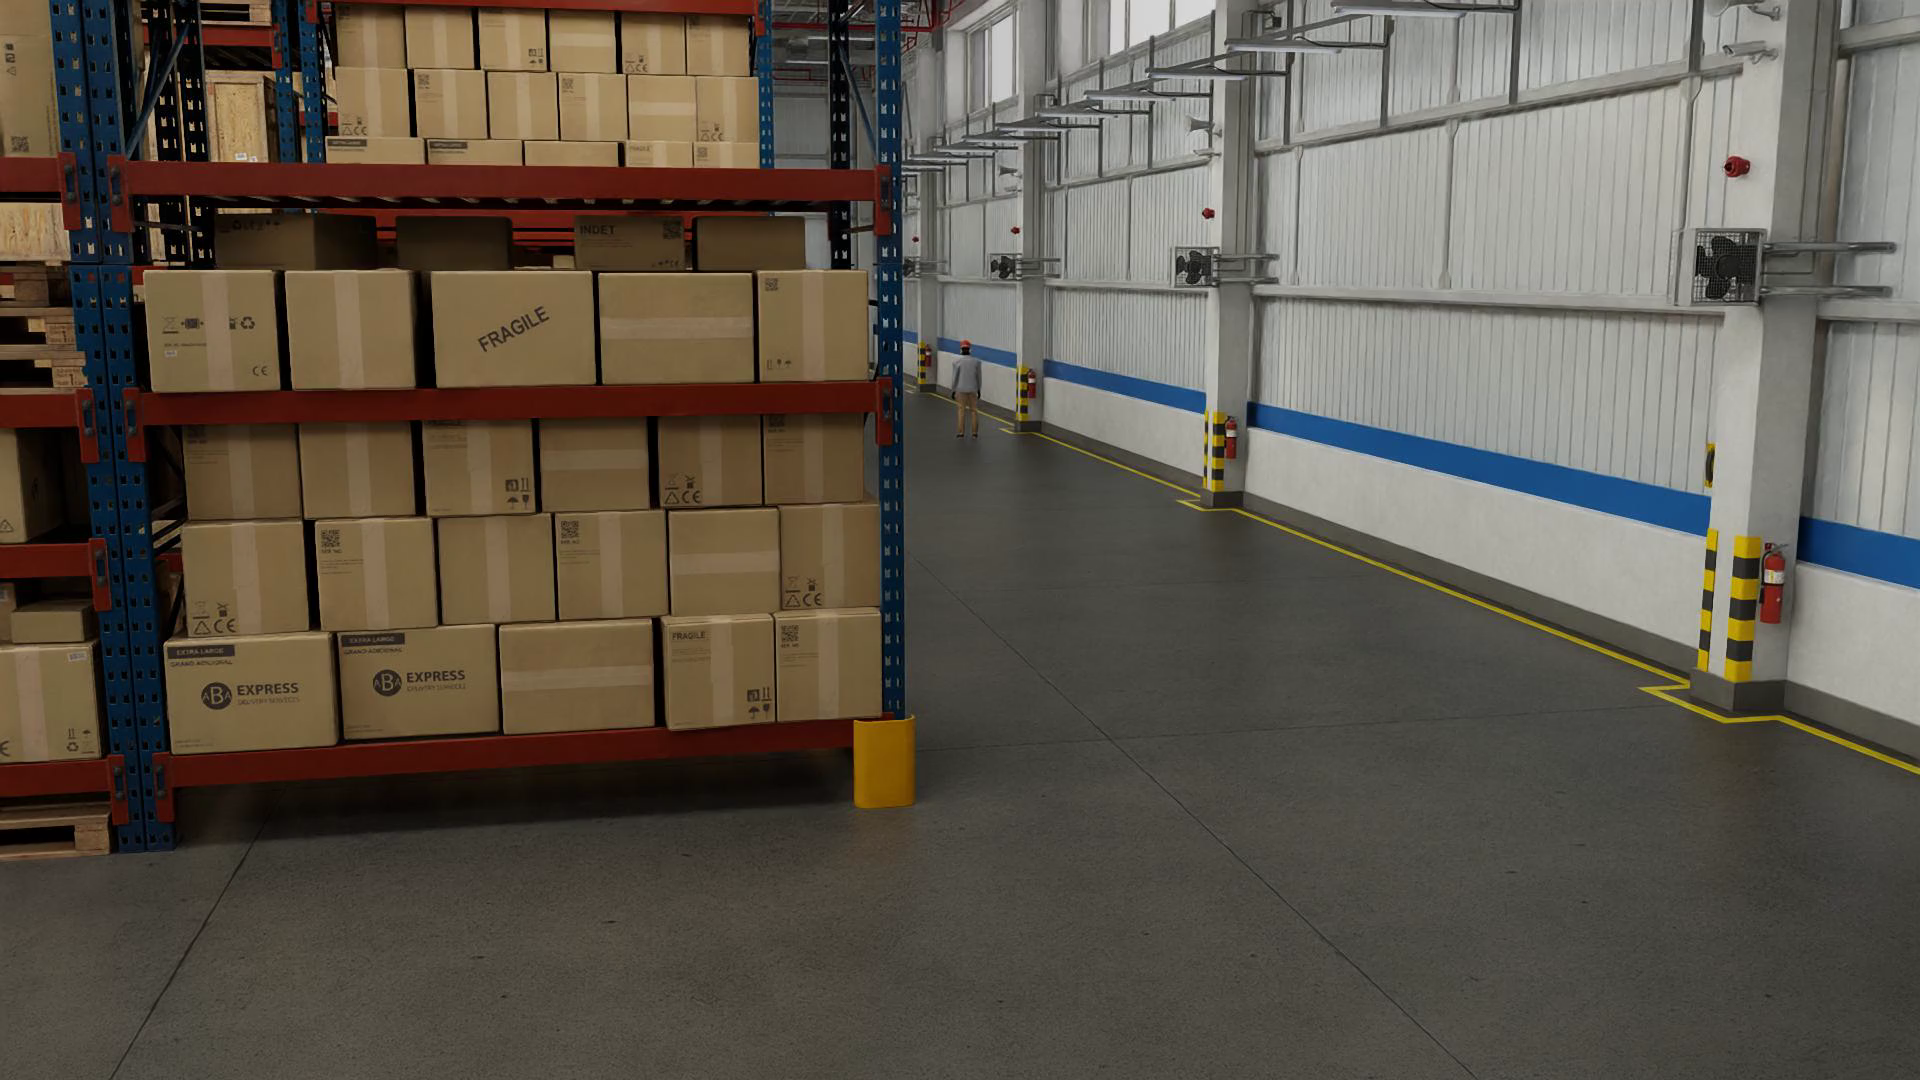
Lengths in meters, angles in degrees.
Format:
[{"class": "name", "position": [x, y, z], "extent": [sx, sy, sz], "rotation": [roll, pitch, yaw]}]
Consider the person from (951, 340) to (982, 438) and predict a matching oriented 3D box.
[{"class": "person", "position": [0.111, -2.680, 29.595], "extent": [0.563, 1.741, 0.339], "rotation": [-2, 10, -13]}]
